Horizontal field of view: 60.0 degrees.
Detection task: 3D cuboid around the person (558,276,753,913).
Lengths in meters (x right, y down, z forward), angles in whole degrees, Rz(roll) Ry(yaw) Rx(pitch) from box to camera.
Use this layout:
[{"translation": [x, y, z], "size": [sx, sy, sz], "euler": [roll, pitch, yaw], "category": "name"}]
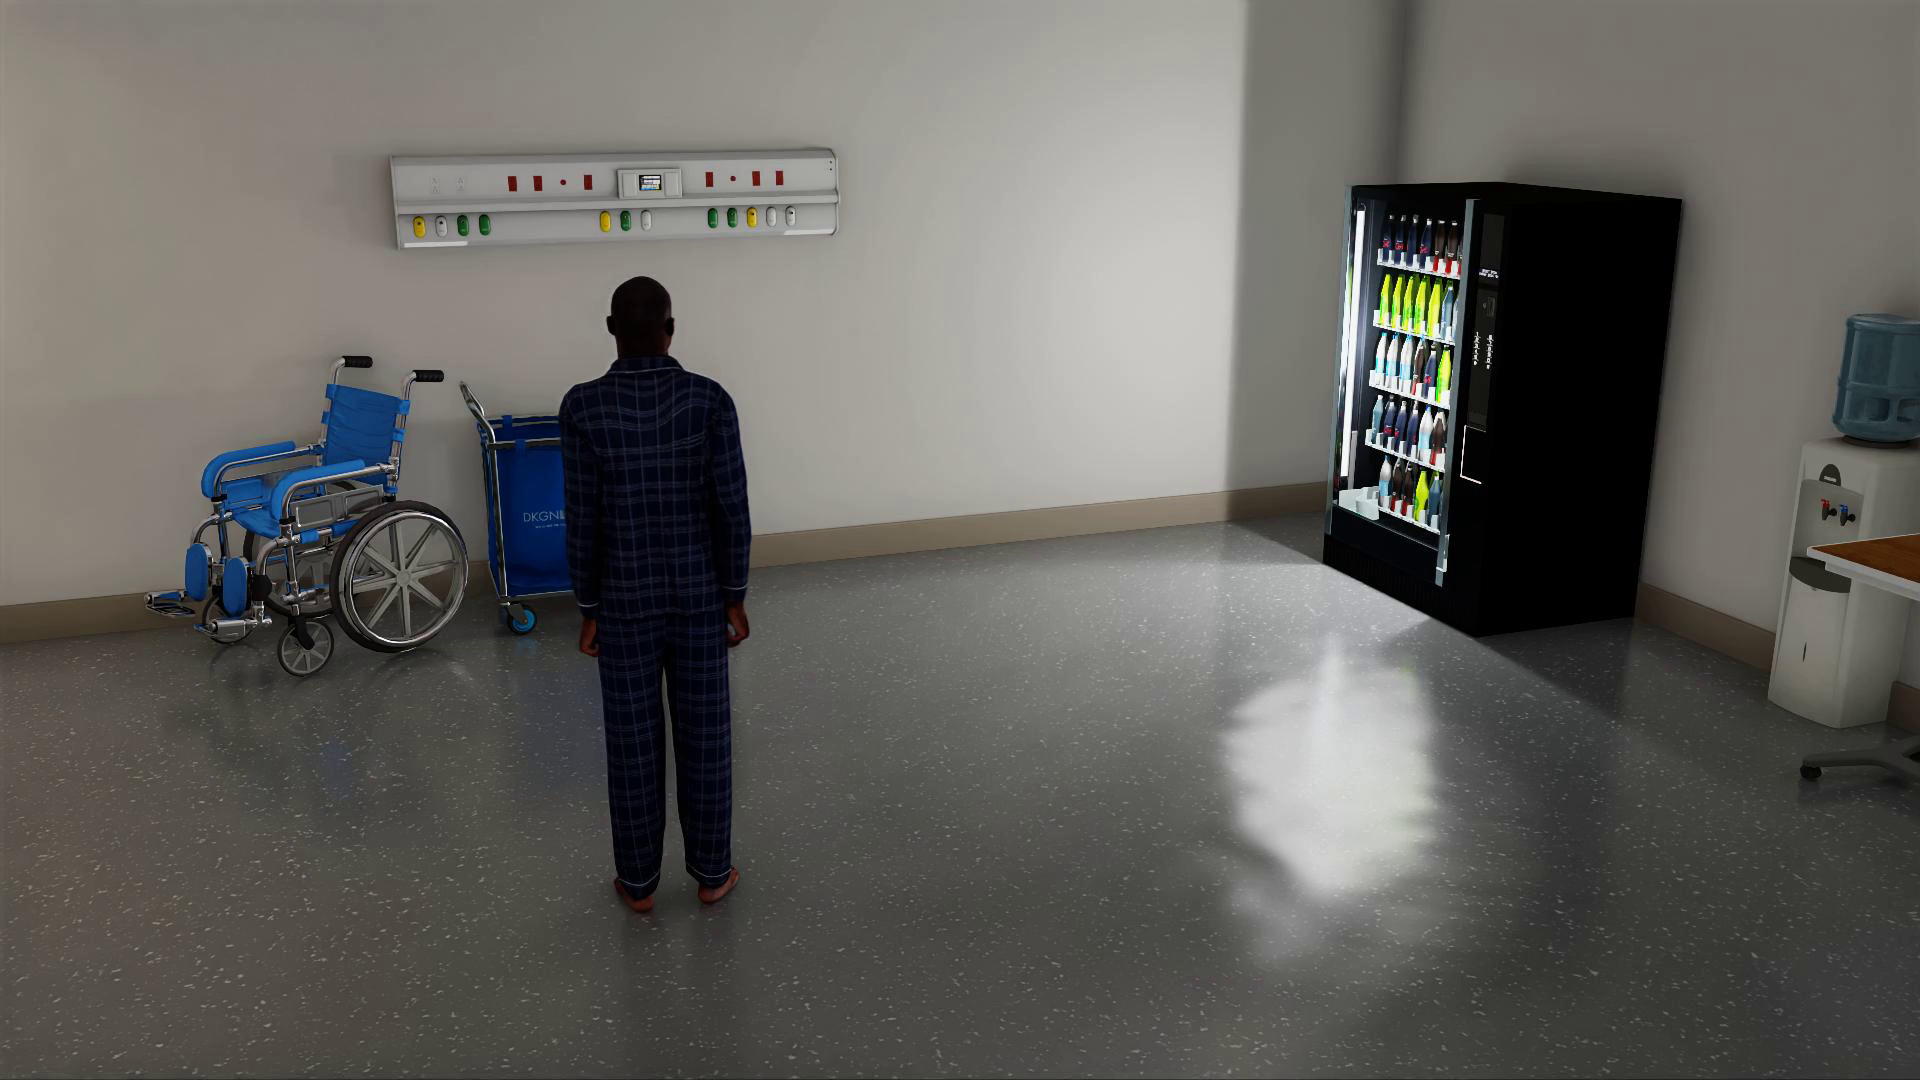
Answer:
[{"translation": [-0.849, 0.164, 4.677], "size": [0.704, 1.824, 0.663], "euler": [-3, 16, -10], "category": "person"}]
